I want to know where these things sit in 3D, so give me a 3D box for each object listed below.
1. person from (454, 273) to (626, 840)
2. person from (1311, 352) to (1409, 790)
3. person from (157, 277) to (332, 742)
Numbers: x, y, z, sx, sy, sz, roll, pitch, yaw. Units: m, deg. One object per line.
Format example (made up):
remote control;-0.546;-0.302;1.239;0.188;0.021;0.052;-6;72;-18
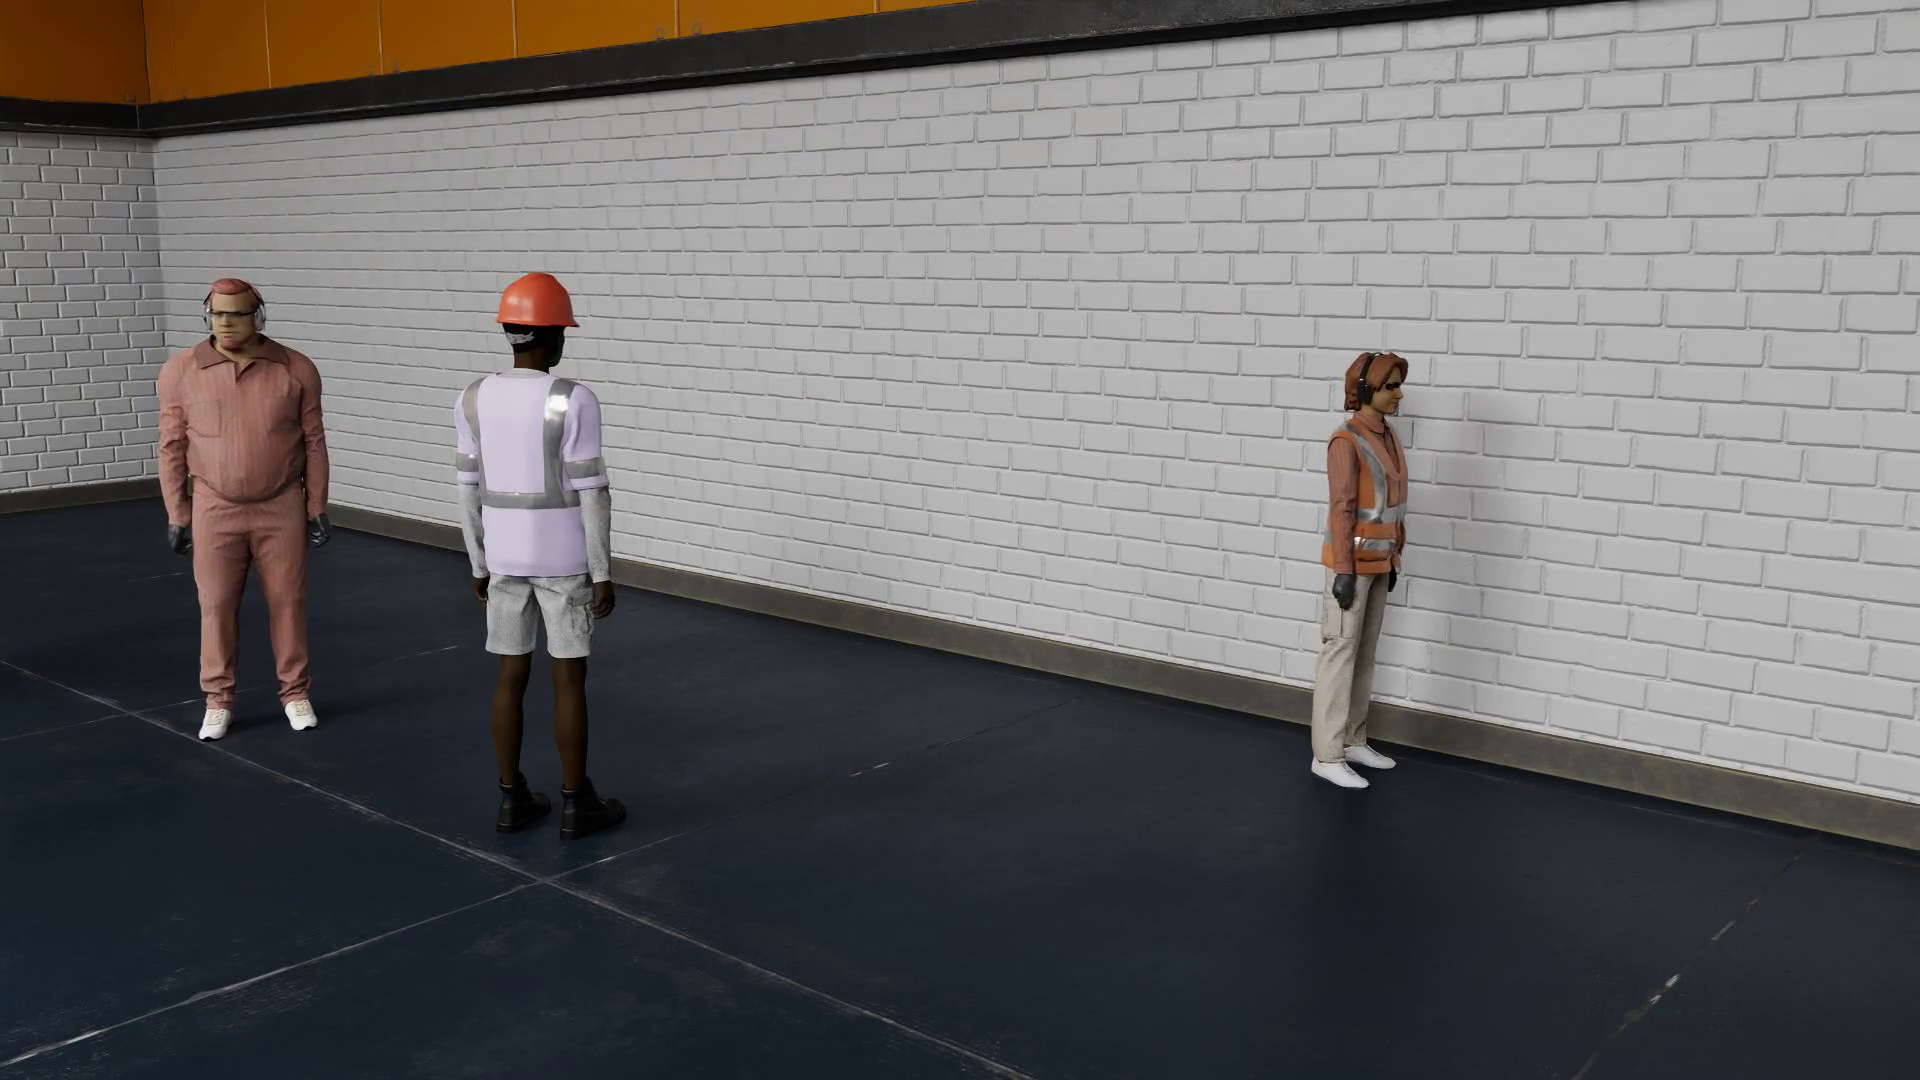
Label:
person;-1.431;0.062;5.719;0.553;1.935;0.361;3;10;17
person;1.527;0.107;6.316;0.311;1.638;0.523;7;12;33
person;-2.942;-0.125;6.882;0.650;1.904;0.401;-4;11;-24
